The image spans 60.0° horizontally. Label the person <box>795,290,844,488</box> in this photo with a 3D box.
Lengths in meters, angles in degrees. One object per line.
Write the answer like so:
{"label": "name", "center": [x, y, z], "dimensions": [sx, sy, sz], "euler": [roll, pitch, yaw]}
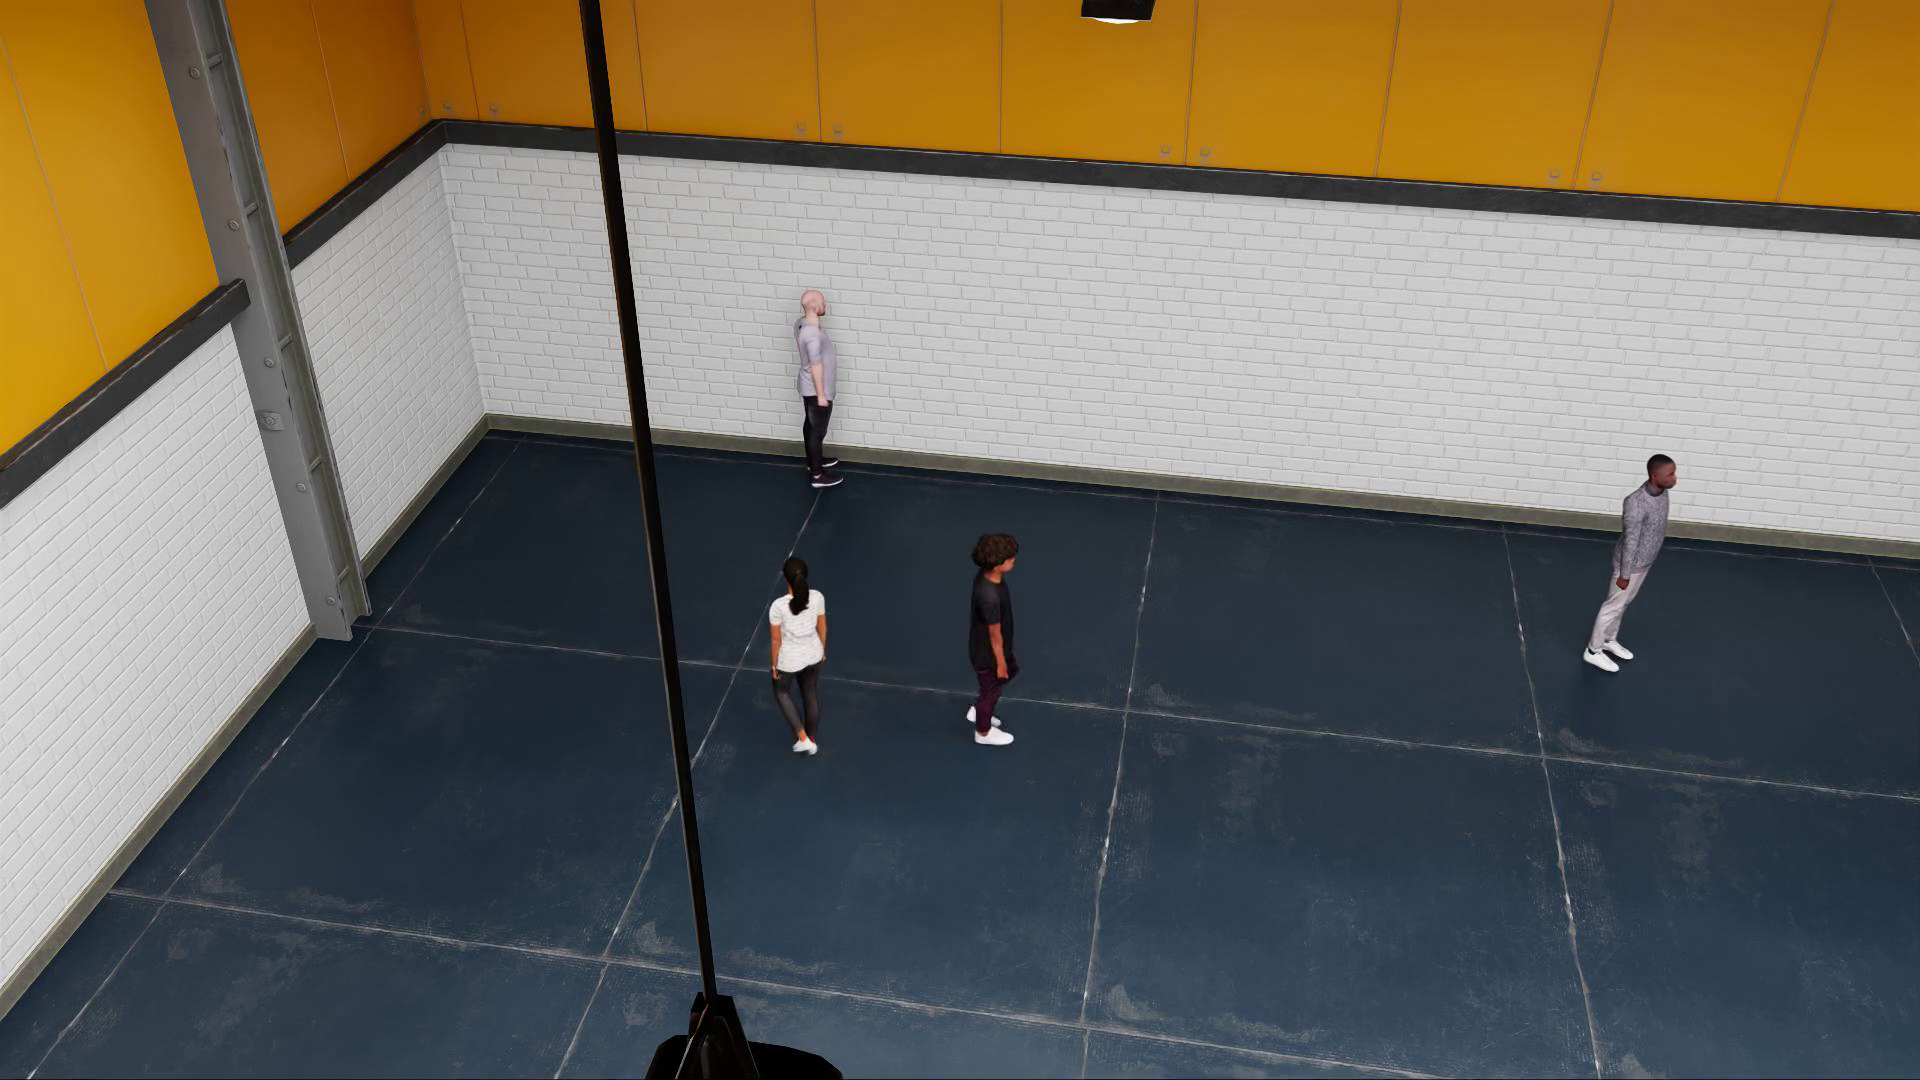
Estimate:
{"label": "person", "center": [-1.273, -1.361, 14.694], "dimensions": [0.810, 1.837, 0.682], "euler": [-9, 35, -13]}

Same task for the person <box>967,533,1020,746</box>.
{"label": "person", "center": [0.150, 0.703, 11.646], "dimensions": [0.746, 1.775, 0.589], "euler": [0, 34, 0]}

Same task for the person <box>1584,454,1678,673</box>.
{"label": "person", "center": [5.023, 0.138, 12.440], "dimensions": [0.803, 1.836, 0.673], "euler": [26, 41, 33]}

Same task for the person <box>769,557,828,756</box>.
{"label": "person", "center": [-1.086, 0.863, 11.528], "dimensions": [0.729, 1.638, 0.787], "euler": [-17, 37, -23]}
